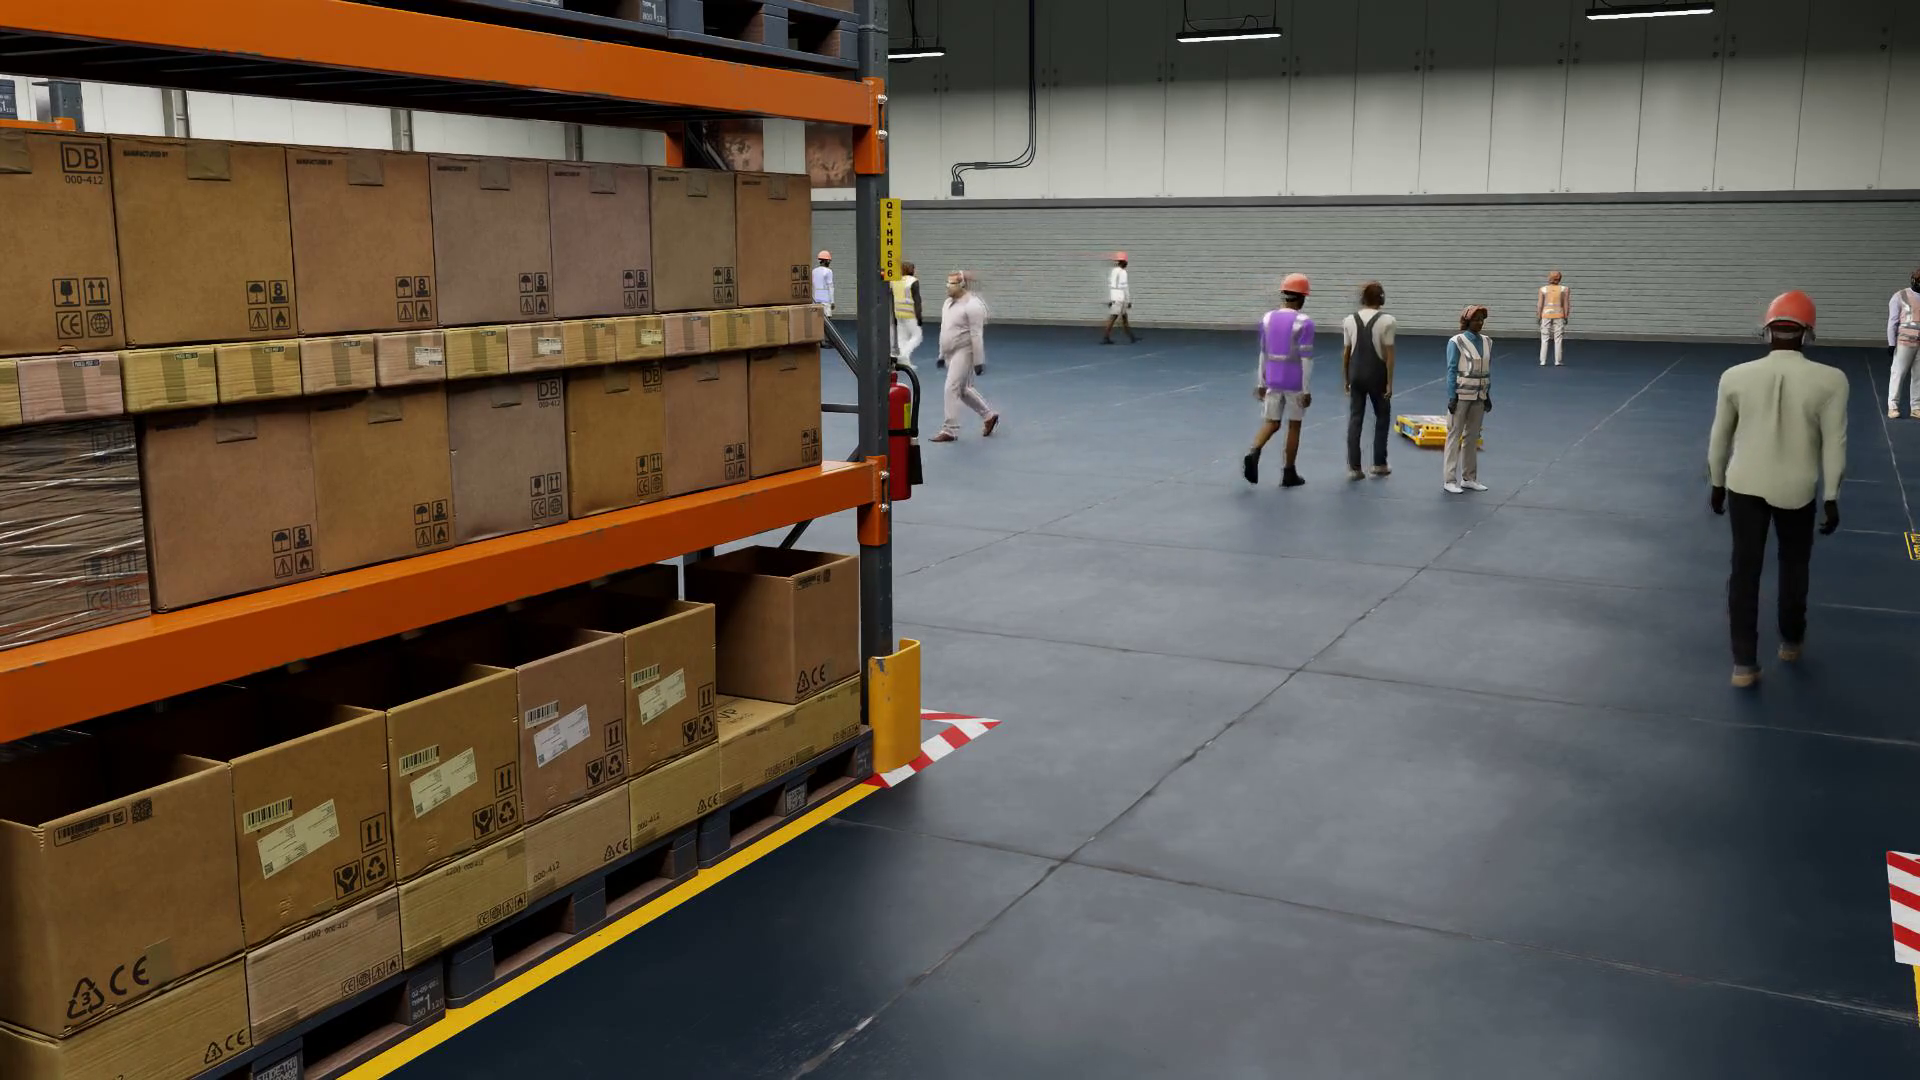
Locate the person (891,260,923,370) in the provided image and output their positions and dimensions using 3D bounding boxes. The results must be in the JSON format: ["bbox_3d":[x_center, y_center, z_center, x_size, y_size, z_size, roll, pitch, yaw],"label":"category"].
[{"bbox_3d":[-0.873,-3.692,27.454,0.459,1.828,0.647,-10,14,-43],"label":"person"}]

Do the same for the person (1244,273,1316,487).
[{"bbox_3d":[2.835,-1.390,14.681,0.573,1.911,0.698,10,14,43],"label":"person"}]

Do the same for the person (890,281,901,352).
[{"bbox_3d":[-1.224,-4.594,32.053,0.637,1.955,1.005,-1,10,-4],"label":"person"}]

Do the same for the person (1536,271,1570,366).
[{"bbox_3d":[10.173,-3.792,28.546,0.547,1.639,0.314,4,11,19],"label":"person"}]

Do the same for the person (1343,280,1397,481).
[{"bbox_3d":[3.804,-1.472,15.356,0.531,1.819,0.766,7,13,35],"label":"person"}]

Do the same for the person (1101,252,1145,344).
[{"bbox_3d":[3.344,-4.966,34.236,1.011,1.883,0.566,-3,11,-16],"label":"person"}]

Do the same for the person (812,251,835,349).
[{"bbox_3d":[-2.694,-4.752,32.960,0.542,1.931,0.375,8,13,37],"label":"person"}]

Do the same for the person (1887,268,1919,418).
[{"bbox_3d":[11.736,-2.413,20.446,0.635,1.842,0.429,1,10,3],"label":"person"}]

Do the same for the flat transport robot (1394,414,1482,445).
[{"bbox_3d":[5.220,-1.216,18.205,0.652,0.197,1.431,1,10,4],"label":"flat transport robot"}]

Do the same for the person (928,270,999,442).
[{"bbox_3d":[0.049,-2.023,18.245,0.872,1.875,0.639,-5,12,-26],"label":"person"}]

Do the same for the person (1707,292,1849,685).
[{"bbox_3d":[4.178,-0.281,8.512,0.652,1.946,0.981,7,12,33],"label":"person"}]

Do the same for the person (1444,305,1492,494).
[{"bbox_3d":[4.448,-1.233,14.562,0.519,1.640,0.307,-6,12,-31],"label":"person"}]
